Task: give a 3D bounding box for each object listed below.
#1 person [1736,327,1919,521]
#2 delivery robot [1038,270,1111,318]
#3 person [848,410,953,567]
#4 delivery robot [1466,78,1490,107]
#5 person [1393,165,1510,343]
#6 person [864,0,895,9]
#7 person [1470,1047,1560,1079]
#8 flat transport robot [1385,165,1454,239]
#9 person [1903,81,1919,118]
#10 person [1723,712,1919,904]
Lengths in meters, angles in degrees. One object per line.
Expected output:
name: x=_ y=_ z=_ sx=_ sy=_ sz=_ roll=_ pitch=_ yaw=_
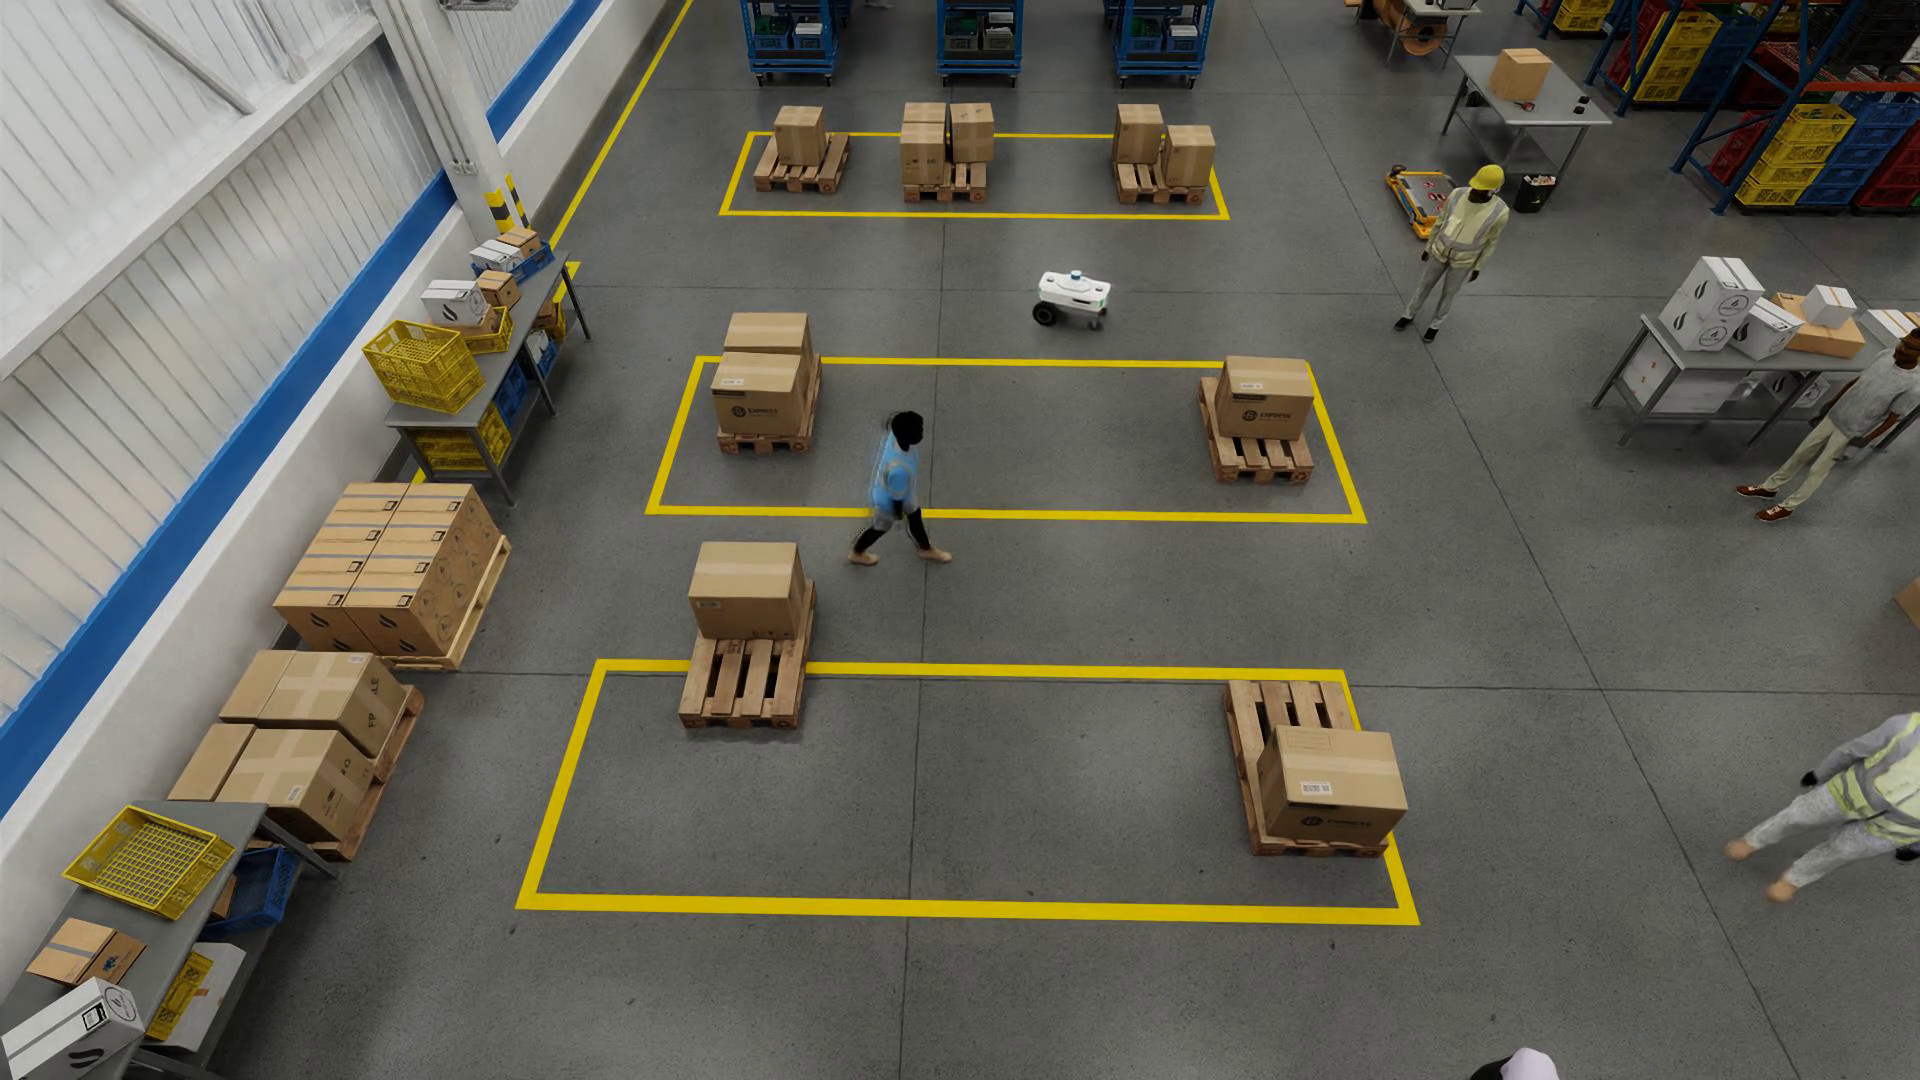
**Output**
person: x=6.966 y=-0.898 z=7.242 sx=0.323 sy=1.871 sz=0.528 roll=1 pitch=49 yaw=1
delivery robot: x=1.181 y=-2.558 z=9.483 sx=0.707 sy=0.478 sz=0.477 roll=15 pitch=51 yaw=12
person: x=-0.519 y=-0.352 z=6.921 sx=0.848 sy=1.638 sz=0.551 roll=4 pitch=49 yaw=4
delivery robot: x=7.380 y=-6.409 z=12.817 sx=0.477 sy=0.478 sz=0.707 roll=1 pitch=49 yaw=1
person: x=4.793 y=-2.766 z=8.887 sx=0.591 sy=1.828 sz=0.404 roll=36 pitch=58 yaw=27
person: x=-1.329 y=-9.546 z=14.897 sx=0.666 sy=1.603 sz=0.552 roll=-3 pitch=49 yaw=-2
person: x=2.330 y=2.718 z=4.082 sx=0.373 sy=1.914 sz=0.596 roll=12 pitch=50 yaw=10
flat transport robot: x=5.692 y=-4.094 z=11.059 sx=0.652 sy=0.197 sz=1.431 roll=1 pitch=49 yaw=1
person: x=12.150 y=-5.750 z=11.431 sx=0.357 sy=1.886 sz=0.573 roll=16 pitch=51 yaw=14
person: x=5.162 y=1.511 z=5.179 sx=0.429 sy=1.844 sz=0.632 roll=-27 pitch=54 yaw=-21
